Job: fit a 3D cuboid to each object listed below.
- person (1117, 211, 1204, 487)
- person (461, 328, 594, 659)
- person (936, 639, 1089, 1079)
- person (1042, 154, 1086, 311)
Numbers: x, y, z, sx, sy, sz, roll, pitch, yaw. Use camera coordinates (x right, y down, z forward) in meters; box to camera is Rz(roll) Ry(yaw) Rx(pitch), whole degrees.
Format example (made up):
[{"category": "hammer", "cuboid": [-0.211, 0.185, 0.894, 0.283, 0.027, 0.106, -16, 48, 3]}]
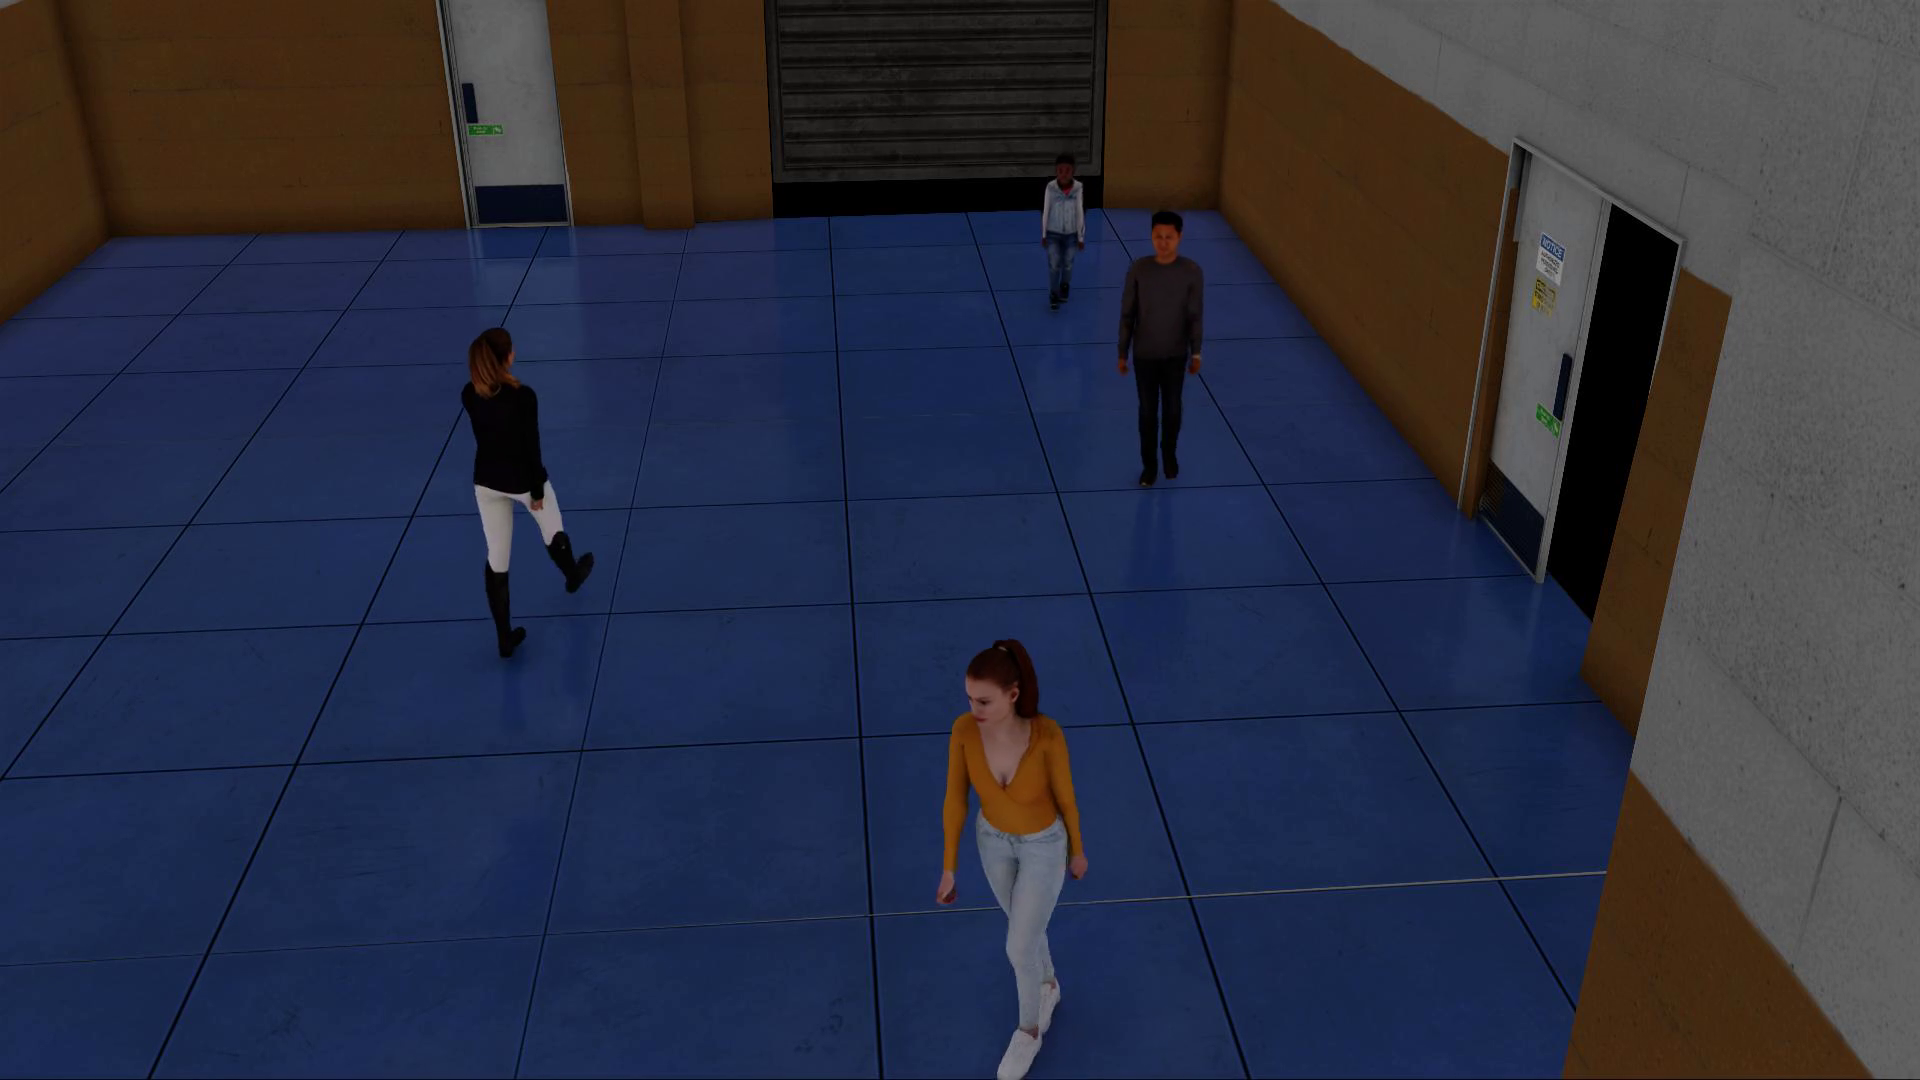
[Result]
[{"category": "person", "cuboid": [1.259, -1.195, 10.335, 0.671, 1.760, 0.816, -12, 29, -22]}, {"category": "person", "cuboid": [-2.319, -0.200, 8.433, 1.109, 1.689, 0.813, 4, 27, 8]}, {"category": "person", "cuboid": [0.253, 1.080, 5.898, 0.849, 1.715, 0.865, 6, 28, 12]}, {"category": "person", "cuboid": [0.848, -2.520, 13.536, 0.817, 1.228, 0.640, 2, 27, 4]}]
